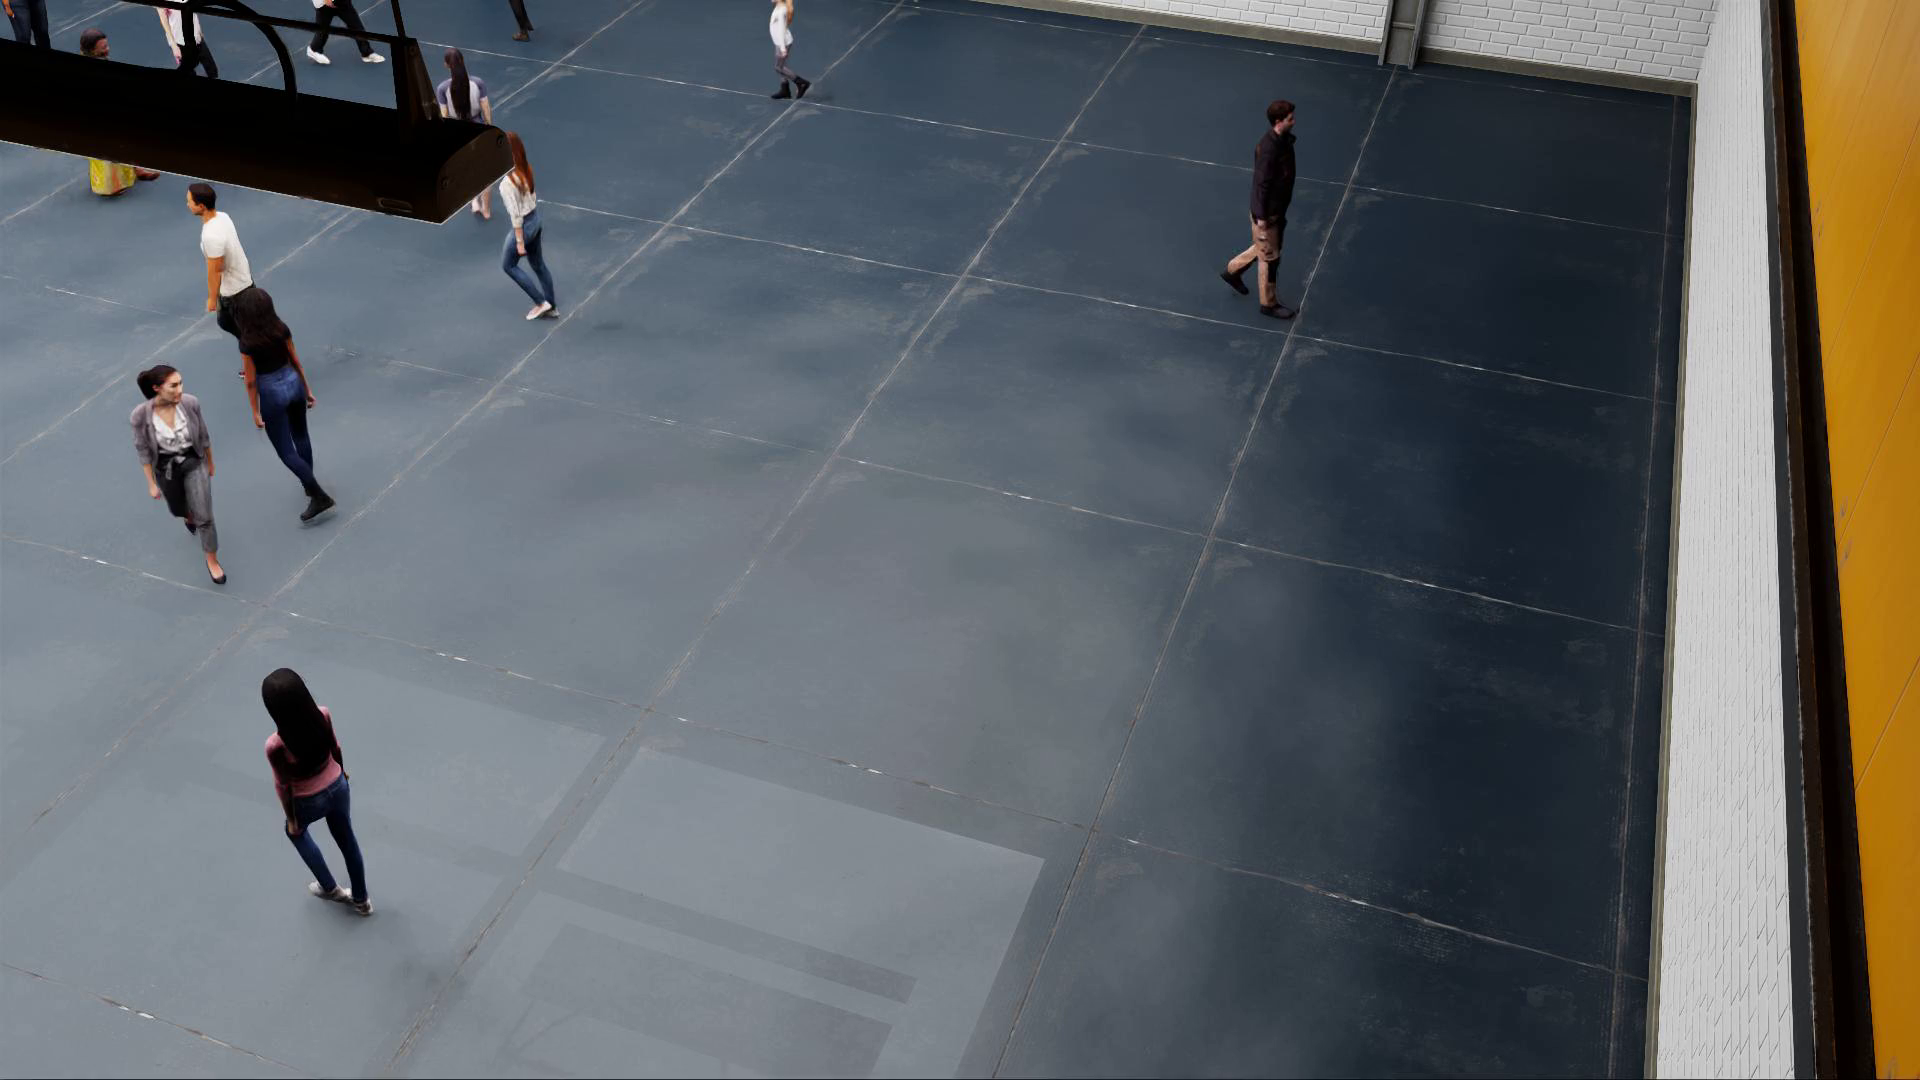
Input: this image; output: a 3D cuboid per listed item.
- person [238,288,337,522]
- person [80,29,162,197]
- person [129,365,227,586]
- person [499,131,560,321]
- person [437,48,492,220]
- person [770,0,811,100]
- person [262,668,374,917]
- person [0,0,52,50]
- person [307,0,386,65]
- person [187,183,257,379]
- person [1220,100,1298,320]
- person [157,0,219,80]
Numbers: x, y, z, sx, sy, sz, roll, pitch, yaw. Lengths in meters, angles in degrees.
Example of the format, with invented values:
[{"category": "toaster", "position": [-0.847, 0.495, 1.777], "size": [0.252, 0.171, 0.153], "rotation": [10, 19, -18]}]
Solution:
[{"category": "person", "position": [-4.855, -0.981, 11.995], "size": [0.911, 1.706, 0.777], "rotation": [20, 43, 24]}, {"category": "person", "position": [-8.251, -4.075, 15.937], "size": [1.083, 1.622, 1.027], "rotation": [-25, 45, -28]}, {"category": "person", "position": [-5.373, -0.500, 11.447], "size": [1.014, 1.640, 1.111], "rotation": [-17, 42, -20]}, {"category": "person", "position": [-3.586, -2.617, 14.034], "size": [0.645, 1.720, 0.658], "rotation": [6, 39, 7]}, {"category": "person", "position": [-4.557, -3.732, 15.494], "size": [0.706, 1.639, 0.774], "rotation": [-14, 41, -17]}, {"category": "person", "position": [-1.831, -5.316, 17.774], "size": [0.737, 1.269, 0.617], "rotation": [-1, 39, -2]}, {"category": "person", "position": [-3.410, 1.419, 8.969], "size": [0.734, 1.733, 0.711], "rotation": [25, 45, 28]}, {"category": "person", "position": [-10.181, -5.861, 18.026], "size": [0.598, 1.807, 0.643], "rotation": [15, 41, 18]}, {"category": "person", "position": [-7.028, -6.048, 18.380], "size": [1.093, 1.657, 0.691], "rotation": [10, 40, 12]}, {"category": "person", "position": [-5.661, -2.020, 13.233], "size": [0.850, 1.787, 0.797], "rotation": [-14, 41, -17]}, {"category": "person", "position": [2.583, -2.833, 14.147], "size": [0.987, 1.915, 0.747], "rotation": [16, 41, 19]}, {"category": "person", "position": [-8.043, -5.142, 17.154], "size": [0.666, 1.770, 0.665], "rotation": [18, 42, 21]}]
